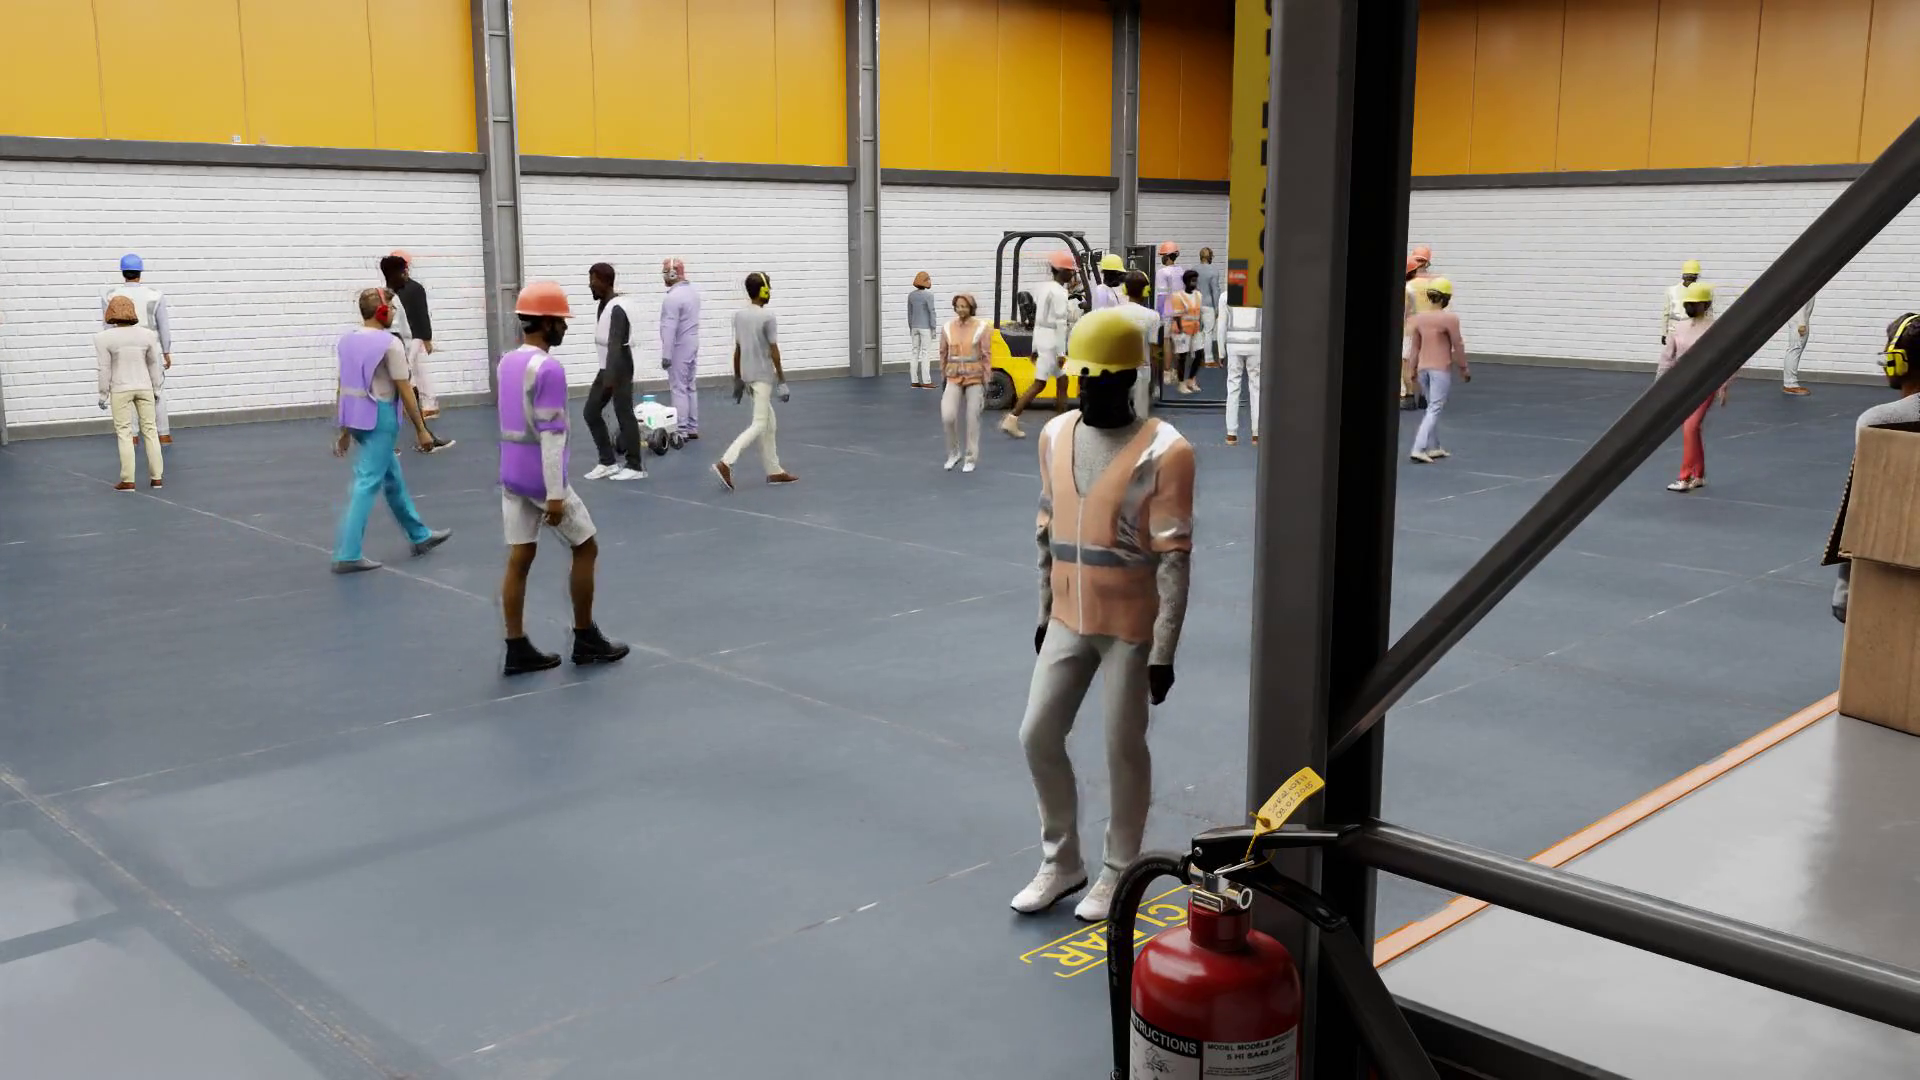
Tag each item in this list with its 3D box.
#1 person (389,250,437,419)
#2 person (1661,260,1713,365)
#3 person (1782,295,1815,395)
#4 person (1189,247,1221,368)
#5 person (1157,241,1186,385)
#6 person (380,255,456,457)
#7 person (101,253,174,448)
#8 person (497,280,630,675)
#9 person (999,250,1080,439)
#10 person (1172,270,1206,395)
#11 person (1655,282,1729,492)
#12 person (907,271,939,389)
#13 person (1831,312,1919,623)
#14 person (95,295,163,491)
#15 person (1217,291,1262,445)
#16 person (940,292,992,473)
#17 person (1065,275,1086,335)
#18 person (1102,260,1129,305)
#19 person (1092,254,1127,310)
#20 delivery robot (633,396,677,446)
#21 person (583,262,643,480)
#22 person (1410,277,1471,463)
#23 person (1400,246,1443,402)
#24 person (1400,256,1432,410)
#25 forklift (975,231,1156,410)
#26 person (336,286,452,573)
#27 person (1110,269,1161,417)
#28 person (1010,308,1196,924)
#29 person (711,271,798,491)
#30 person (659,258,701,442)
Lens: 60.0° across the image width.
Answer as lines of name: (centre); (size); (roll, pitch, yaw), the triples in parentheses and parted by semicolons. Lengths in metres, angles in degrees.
person: (-6.400, -2.312, 18.987); (0.631, 1.945, 0.986); (8, 13, 38)
person: (9.310, -2.674, 21.330); (0.611, 1.823, 0.407); (6, 12, 29)
person: (11.308, -2.924, 22.369); (0.373, 1.940, 0.630); (4, 11, 22)
person: (3.934, -3.735, 26.788); (0.371, 1.940, 0.627); (-9, 14, -42)
person: (2.977, -3.249, 23.854); (0.374, 2.043, 0.613); (9, 14, 41)
person: (-5.312, -1.755, 15.996); (0.918, 1.926, 0.638); (-4, 11, -19)
person: (-8.279, -1.900, 16.757); (0.606, 1.947, 0.406); (-4, 11, -21)
person: (-1.968, -0.309, 8.171); (0.771, 1.908, 0.566); (-10, 14, -43)
person: (0.866, -2.029, 17.378); (0.988, 1.994, 0.619); (-2, 11, -11)
person: (3.041, -2.769, 22.217); (0.559, 1.673, 0.387); (-7, 12, -33)
person: (6.049, -1.258, 13.840); (0.772, 1.740, 0.538); (-6, 12, -28)
person: (-0.521, -2.926, 23.211); (0.507, 1.633, 0.278); (9, 14, 42)
person: (3.400, 0.119, 6.006); (0.505, 1.860, 0.320); (-2, 11, -12)
person: (-6.949, -1.223, 13.922); (0.279, 1.634, 0.498); (10, 14, 43)
person: (2.912, -1.907, 16.975); (0.575, 1.882, 0.359); (3, 11, 18)
person: (0.047, -1.410, 14.961); (0.525, 1.625, 0.393); (3, 11, 17)
person: (1.448, -2.775, 22.477); (0.514, 1.607, 0.700); (-6, 12, -28)
person: (2.152, -2.951, 22.890); (0.642, 1.815, 0.857); (-6, 12, -29)
person: (1.624, -2.157, 18.223); (0.386, 1.922, 0.594); (2, 11, 12)
delivery robot: (-3.057, -1.178, 16.365); (0.477, 0.478, 0.707); (2, 11, 12)
person: (-3.060, -1.447, 14.435); (0.640, 1.892, 0.609); (-7, 12, -32)
person: (4.486, -1.599, 15.686); (0.698, 1.741, 0.536); (-6, 12, -30)
person: (5.829, -2.731, 21.162); (0.620, 1.994, 0.377); (3, 11, 18)
person: (5.599, -2.529, 20.384); (0.667, 1.888, 0.360); (-4, 11, -23)
forklift: (1.222, -2.721, 20.561); (2.313, 2.155, 1.214); (2, 11, 13)
person: (-3.682, -0.722, 10.728); (0.567, 1.795, 0.964); (8, 13, 38)
person: (1.408, -1.320, 13.860); (0.530, 1.855, 0.530); (6, 12, 29)
person: (0.400, 0.257, 5.071); (0.623, 1.911, 0.549); (9, 14, 41)
person: (-1.751, -1.341, 14.045); (0.894, 1.834, 0.517); (-9, 14, -40)
person: (-2.906, -1.955, 17.205); (0.403, 1.900, 0.655); (2, 11, 12)
